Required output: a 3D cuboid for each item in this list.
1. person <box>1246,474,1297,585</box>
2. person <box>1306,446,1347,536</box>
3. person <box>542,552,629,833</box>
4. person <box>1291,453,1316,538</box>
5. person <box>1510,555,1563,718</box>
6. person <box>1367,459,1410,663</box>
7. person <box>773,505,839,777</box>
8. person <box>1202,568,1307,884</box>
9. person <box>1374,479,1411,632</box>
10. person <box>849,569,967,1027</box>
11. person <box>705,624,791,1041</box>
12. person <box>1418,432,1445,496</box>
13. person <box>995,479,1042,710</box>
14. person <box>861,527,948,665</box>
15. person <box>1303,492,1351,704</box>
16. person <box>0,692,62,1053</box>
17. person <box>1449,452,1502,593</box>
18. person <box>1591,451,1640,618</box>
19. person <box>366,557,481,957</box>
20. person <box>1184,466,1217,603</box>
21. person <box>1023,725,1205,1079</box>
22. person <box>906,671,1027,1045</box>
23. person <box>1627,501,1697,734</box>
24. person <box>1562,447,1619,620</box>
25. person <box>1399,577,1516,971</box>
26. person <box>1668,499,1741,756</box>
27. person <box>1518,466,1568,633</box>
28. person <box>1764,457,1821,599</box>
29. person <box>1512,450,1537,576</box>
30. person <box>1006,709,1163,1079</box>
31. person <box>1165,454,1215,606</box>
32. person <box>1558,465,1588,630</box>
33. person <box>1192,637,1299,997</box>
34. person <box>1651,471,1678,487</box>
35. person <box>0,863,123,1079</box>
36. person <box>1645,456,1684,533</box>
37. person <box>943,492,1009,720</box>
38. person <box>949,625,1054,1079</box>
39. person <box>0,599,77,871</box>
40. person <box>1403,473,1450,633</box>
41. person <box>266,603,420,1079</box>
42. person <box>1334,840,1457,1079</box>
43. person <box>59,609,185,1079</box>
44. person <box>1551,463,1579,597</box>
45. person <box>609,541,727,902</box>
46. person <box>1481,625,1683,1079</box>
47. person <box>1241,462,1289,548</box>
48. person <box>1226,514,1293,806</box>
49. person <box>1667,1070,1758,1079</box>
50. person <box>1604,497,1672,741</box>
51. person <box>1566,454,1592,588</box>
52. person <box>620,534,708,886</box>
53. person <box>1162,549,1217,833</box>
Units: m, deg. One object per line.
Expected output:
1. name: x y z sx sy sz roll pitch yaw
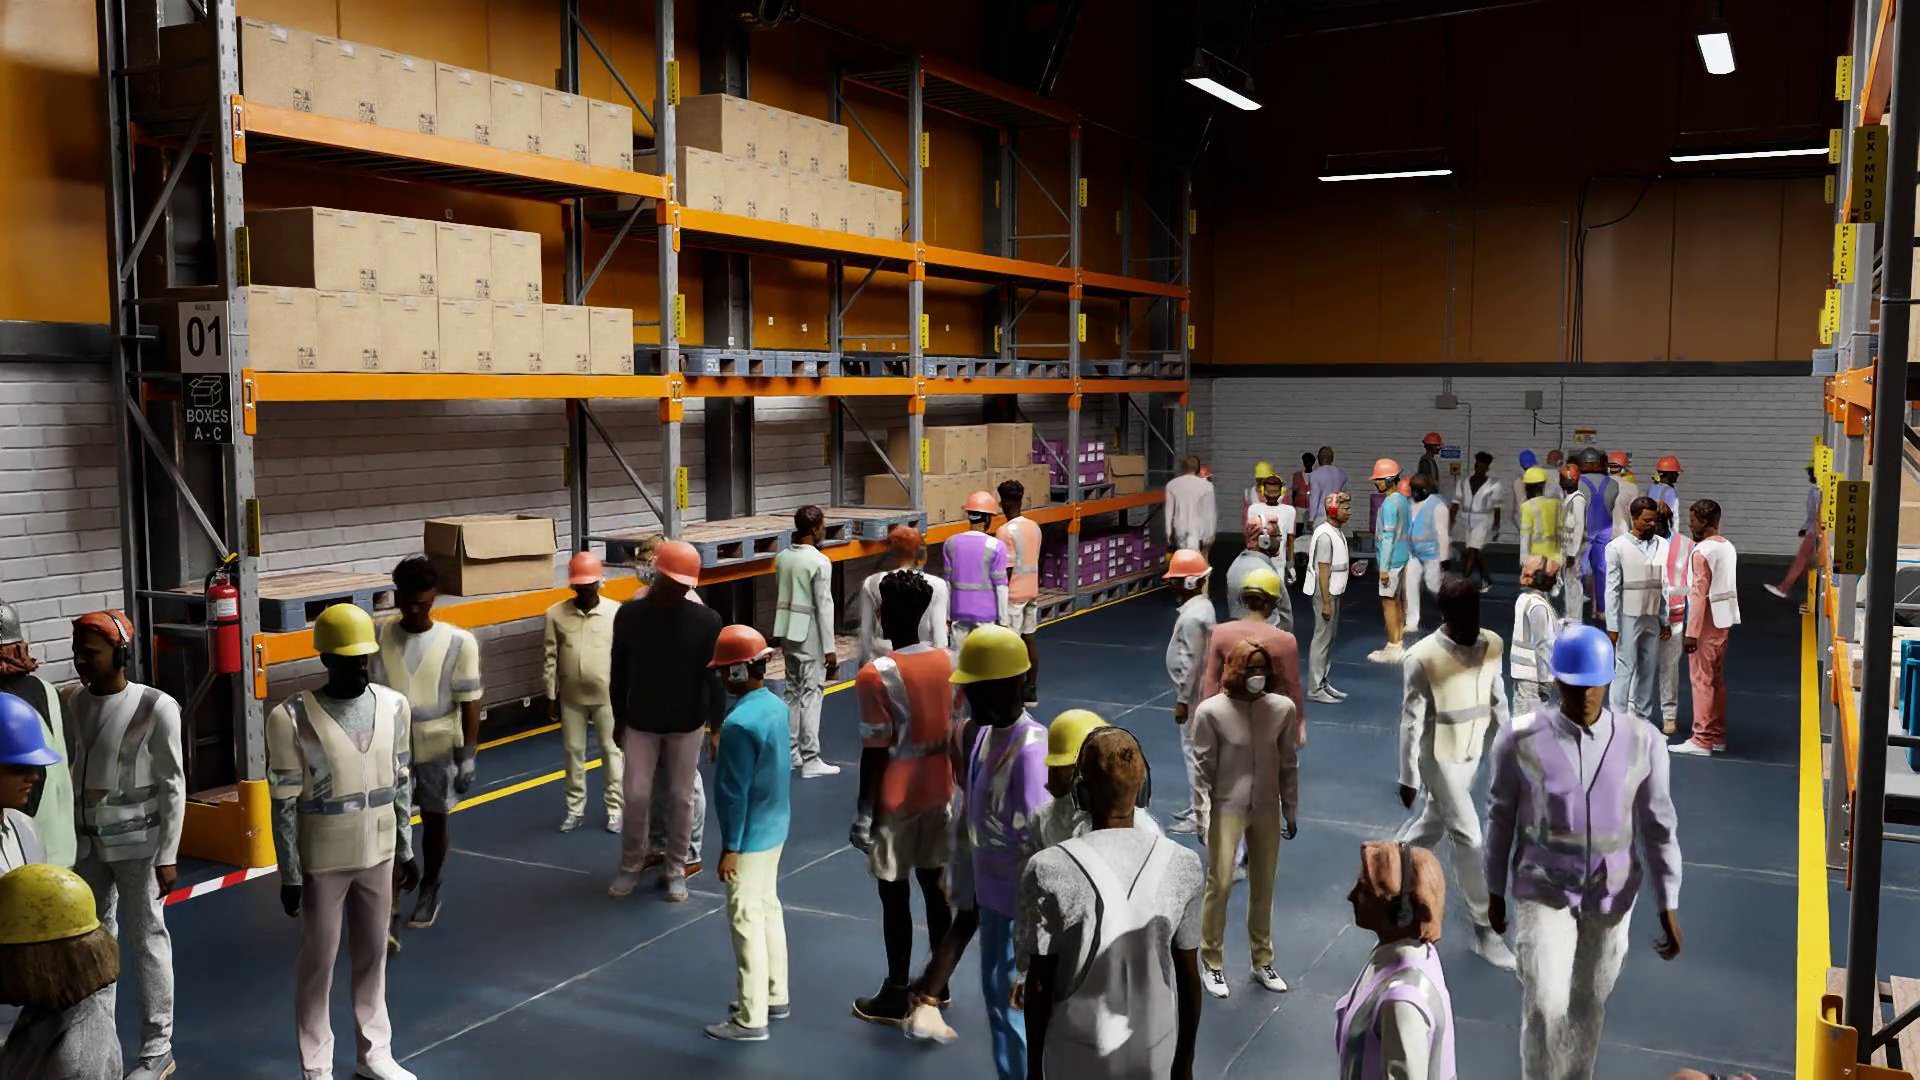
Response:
1. person: 3.134 0.266 16.758 0.519 1.865 0.328 0 5 4
2. person: 4.951 -0.305 22.497 0.634 1.937 0.355 -3 6 -31
3. person: -2.284 0.935 10.214 0.568 1.741 0.356 0 5 -1
4. person: 5.480 -0.531 26.223 0.532 1.697 0.319 2 6 21
5. person: 3.783 0.916 10.961 0.309 1.640 0.513 1 5 6
6. person: 4.245 0.209 16.509 0.405 2.032 0.610 3 6 25
7. person: -1.106 0.710 11.743 0.390 1.911 0.591 -4 7 -39
8. person: 1.659 1.021 9.329 0.544 1.717 0.798 5 7 41
9. person: 4.978 0.153 18.802 0.582 1.711 0.869 2 6 24
10. person: -0.233 1.103 7.207 0.367 1.966 0.607 5 7 42
11. person: -0.909 1.226 7.087 0.353 1.739 0.577 1 5 11
12. person: 7.201 -0.630 25.479 0.403 2.037 0.606 2 6 24
13. person: 0.469 0.469 14.039 0.369 1.963 0.608 3 6 31
14. person: -0.357 0.828 10.864 0.595 1.833 0.974 1 5 7
15. person: 3.184 0.497 14.439 0.393 1.836 0.561 2 6 21
16. person: -2.611 1.372 4.475 0.416 1.939 0.605 0 5 -3
17. person: 6.740 -0.206 21.713 0.640 1.906 1.017 5 7 45
18. person: 7.677 -0.048 19.510 0.621 1.986 0.409 5 7 44
19. person: -2.666 1.044 8.122 0.630 1.905 1.009 -1 5 -12
20. person: 3.004 -0.064 20.977 0.429 1.737 0.572 2 6 23
21. person: 0.413 1.420 4.519 0.501 1.838 0.347 -1 5 -14
22. person: 0.142 1.281 6.969 0.851 1.662 0.540 -5 7 -42
23. person: 5.506 0.609 13.184 0.627 1.844 0.429 3 6 26
24. person: 7.357 -0.078 19.515 0.688 2.000 0.539 0 5 -4
25. person: 2.346 1.075 8.132 0.595 1.851 0.977 -4 7 -36
26. person: 5.596 0.650 12.412 0.398 1.908 0.599 5 7 43
27. person: 6.130 0.178 17.497 0.606 1.906 0.600 -4 7 -38
28. person: 10.759 -0.134 21.020 0.990 1.865 0.590 5 7 44
29. person: 7.699 -0.274 22.480 0.419 1.892 0.659 5 7 41
30. person: 0.413 1.393 5.346 0.500 1.725 0.478 4 7 36
31. person: 2.847 -0.122 20.792 0.631 1.908 0.927 2 6 25
32. person: 6.711 0.113 18.280 0.353 1.886 0.573 1 5 13
33. person: 1.290 1.242 7.522 0.503 1.626 0.280 -1 5 -14
34. person: 8.389 0.023 19.900 0.311 1.768 0.522 1 5 15
35. person: -1.943 1.550 3.578 0.294 1.744 0.486 -4 7 -39
36. person: 8.205 -0.012 19.352 0.357 1.936 0.551 -1 5 -8
37. person: 0.137 0.580 13.078 0.553 1.923 0.392 3 6 26
38. person: 0.159 1.249 5.898 0.404 1.918 0.588 -1 5 -13
39. person: -3.440 1.189 5.881 0.536 2.000 0.684 0 5 -5
40. person: 5.271 0.139 18.566 0.794 1.801 0.638 -4 6 -34
41. person: -2.343 1.199 6.382 0.364 1.928 0.586 4 7 38
42. person: 1.075 1.549 4.122 0.308 1.645 0.515 1 5 13
43. person: -3.312 1.210 6.497 0.572 1.883 0.356 1 5 10
44. person: 7.912 -0.122 21.571 0.486 1.744 0.294 1 6 16
45. person: -1.541 0.964 8.781 0.644 1.947 0.537 0 5 0
46. person: 2.171 1.255 5.776 0.628 1.915 0.791 1 5 7
47. person: 3.770 -0.064 20.671 0.591 1.791 0.833 3 6 28
48. person: 1.995 0.780 10.987 0.406 1.911 0.638 -1 5 -9
49. person: 1.194 1.681 2.802 0.321 1.628 0.516 2 6 18
50. person: 5.211 0.613 12.824 0.597 1.907 0.409 -2 6 -24
51. person: 8.396 -0.246 22.507 0.667 1.825 0.435 -5 7 -43
52. person: -1.626 0.930 9.213 0.376 1.940 0.629 -5 7 -45
53. person: 1.414 0.927 10.277 0.343 1.743 0.565 1 5 13
